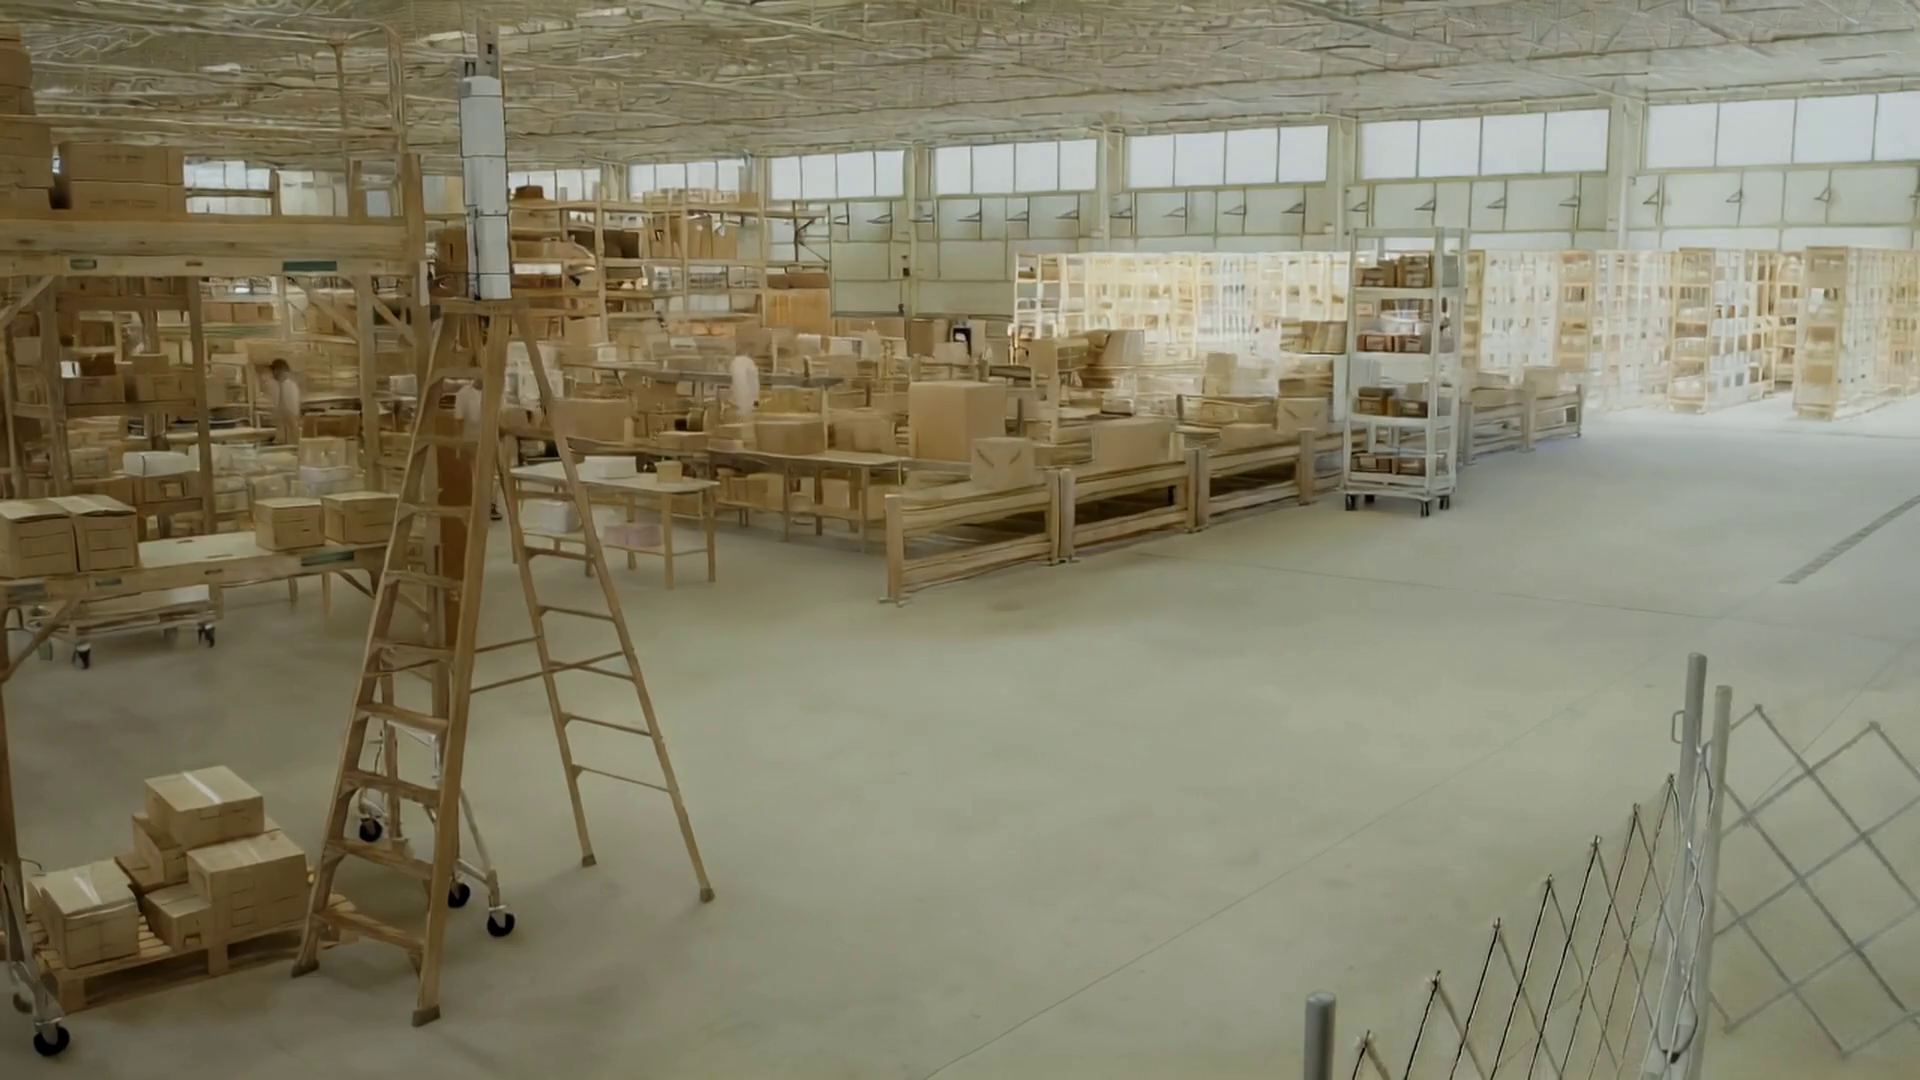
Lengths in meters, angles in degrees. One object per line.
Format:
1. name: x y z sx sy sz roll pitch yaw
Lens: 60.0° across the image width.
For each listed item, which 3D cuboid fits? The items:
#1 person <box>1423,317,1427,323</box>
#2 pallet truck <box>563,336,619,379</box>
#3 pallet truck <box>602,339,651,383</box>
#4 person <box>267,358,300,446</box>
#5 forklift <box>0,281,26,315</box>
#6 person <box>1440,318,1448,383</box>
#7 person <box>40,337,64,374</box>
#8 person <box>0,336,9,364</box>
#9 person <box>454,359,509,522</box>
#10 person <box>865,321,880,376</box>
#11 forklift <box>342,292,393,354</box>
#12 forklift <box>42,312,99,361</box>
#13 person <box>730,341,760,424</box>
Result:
1. person: 13.146 -5.395 46.960 0.589 1.834 0.403 1 9 5
2. pallet truck: -10.690 -5.294 48.215 1.601 1.201 0.680 -5 10 -26
3. pallet truck: -8.991 -4.871 45.351 0.653 1.274 1.630 7 11 37
4. person: -9.824 -1.757 24.294 0.593 1.814 0.601 6 11 35
5. forklift: -25.720 -5.589 44.911 1.873 2.768 1.129 7 11 37
6. person: 13.156 -5.173 45.650 0.472 1.811 0.637 4 10 21
7. person: -20.402 -3.759 37.430 0.524 1.611 0.563 -8 12 -40
8. person: -24.845 -4.725 42.998 0.368 1.749 0.540 5 10 26
9. person: -5.811 -1.202 20.282 0.660 1.986 0.916 -5 10 -29
10. person: -2.405 -5.138 45.612 0.546 1.751 0.457 -9 13 -44
11. forklift: -16.485 -5.622 45.120 1.129 2.768 1.873 7 11 37
12. forklift: -23.779 -5.451 44.052 1.873 2.768 1.129 7 11 36
13. person: -3.643 -2.475 28.558 0.433 1.888 0.665 -8 12 -40
